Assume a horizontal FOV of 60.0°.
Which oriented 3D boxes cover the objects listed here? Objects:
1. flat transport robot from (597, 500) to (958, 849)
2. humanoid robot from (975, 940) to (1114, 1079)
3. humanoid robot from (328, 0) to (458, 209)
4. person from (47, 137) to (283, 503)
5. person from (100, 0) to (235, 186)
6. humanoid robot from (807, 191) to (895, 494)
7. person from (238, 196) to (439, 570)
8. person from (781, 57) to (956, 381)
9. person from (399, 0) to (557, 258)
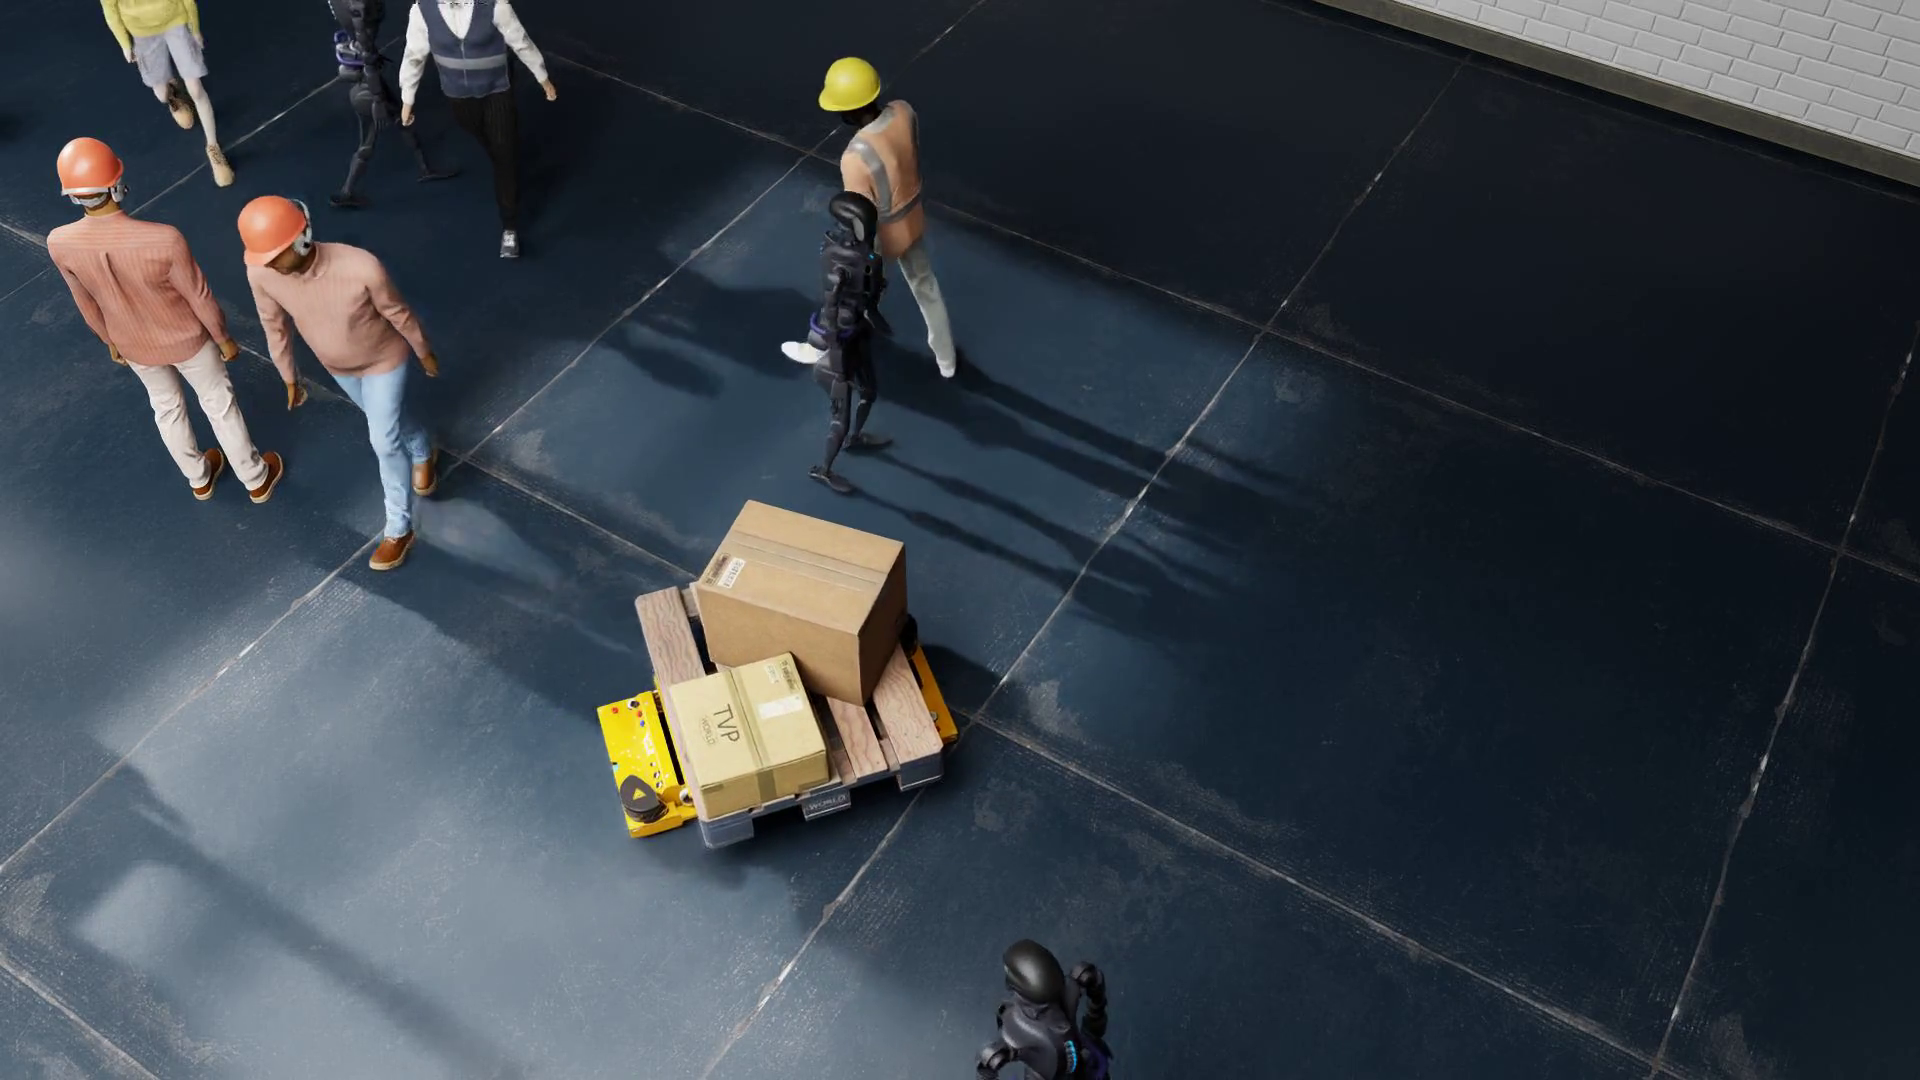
[{"bbox_3d":[-0.789,0.768,7.144,1.431,0.231,0.659,-15,51,-13],"label":"flat transport robot"},{"bbox_3d":[0.293,1.782,5.331,0.608,1.641,0.392,-37,58,-28],"label":"humanoid robot"},{"bbox_3d":[-3.318,-2.578,9.167,0.738,1.627,0.612,-14,50,-12],"label":"humanoid robot"},{"bbox_3d":[-3.582,-0.936,7.497,0.610,1.986,0.402,1,49,1],"label":"person"},{"bbox_3d":[-4.512,-2.926,9.318,0.476,1.870,0.675,-18,51,-15],"label":"person"},{"bbox_3d":[-0.522,-0.942,7.708,0.347,1.642,0.603,13,50,12],"label":"humanoid robot"},{"bbox_3d":[-2.701,-0.741,7.354,0.653,1.930,0.939,7,49,6],"label":"person"},{"bbox_3d":[-0.407,-1.558,8.120,0.869,1.862,0.669,25,53,20],"label":"person"},{"bbox_3d":[-2.603,-2.388,8.942,0.788,1.704,0.930,-2,49,-2],"label":"person"}]
